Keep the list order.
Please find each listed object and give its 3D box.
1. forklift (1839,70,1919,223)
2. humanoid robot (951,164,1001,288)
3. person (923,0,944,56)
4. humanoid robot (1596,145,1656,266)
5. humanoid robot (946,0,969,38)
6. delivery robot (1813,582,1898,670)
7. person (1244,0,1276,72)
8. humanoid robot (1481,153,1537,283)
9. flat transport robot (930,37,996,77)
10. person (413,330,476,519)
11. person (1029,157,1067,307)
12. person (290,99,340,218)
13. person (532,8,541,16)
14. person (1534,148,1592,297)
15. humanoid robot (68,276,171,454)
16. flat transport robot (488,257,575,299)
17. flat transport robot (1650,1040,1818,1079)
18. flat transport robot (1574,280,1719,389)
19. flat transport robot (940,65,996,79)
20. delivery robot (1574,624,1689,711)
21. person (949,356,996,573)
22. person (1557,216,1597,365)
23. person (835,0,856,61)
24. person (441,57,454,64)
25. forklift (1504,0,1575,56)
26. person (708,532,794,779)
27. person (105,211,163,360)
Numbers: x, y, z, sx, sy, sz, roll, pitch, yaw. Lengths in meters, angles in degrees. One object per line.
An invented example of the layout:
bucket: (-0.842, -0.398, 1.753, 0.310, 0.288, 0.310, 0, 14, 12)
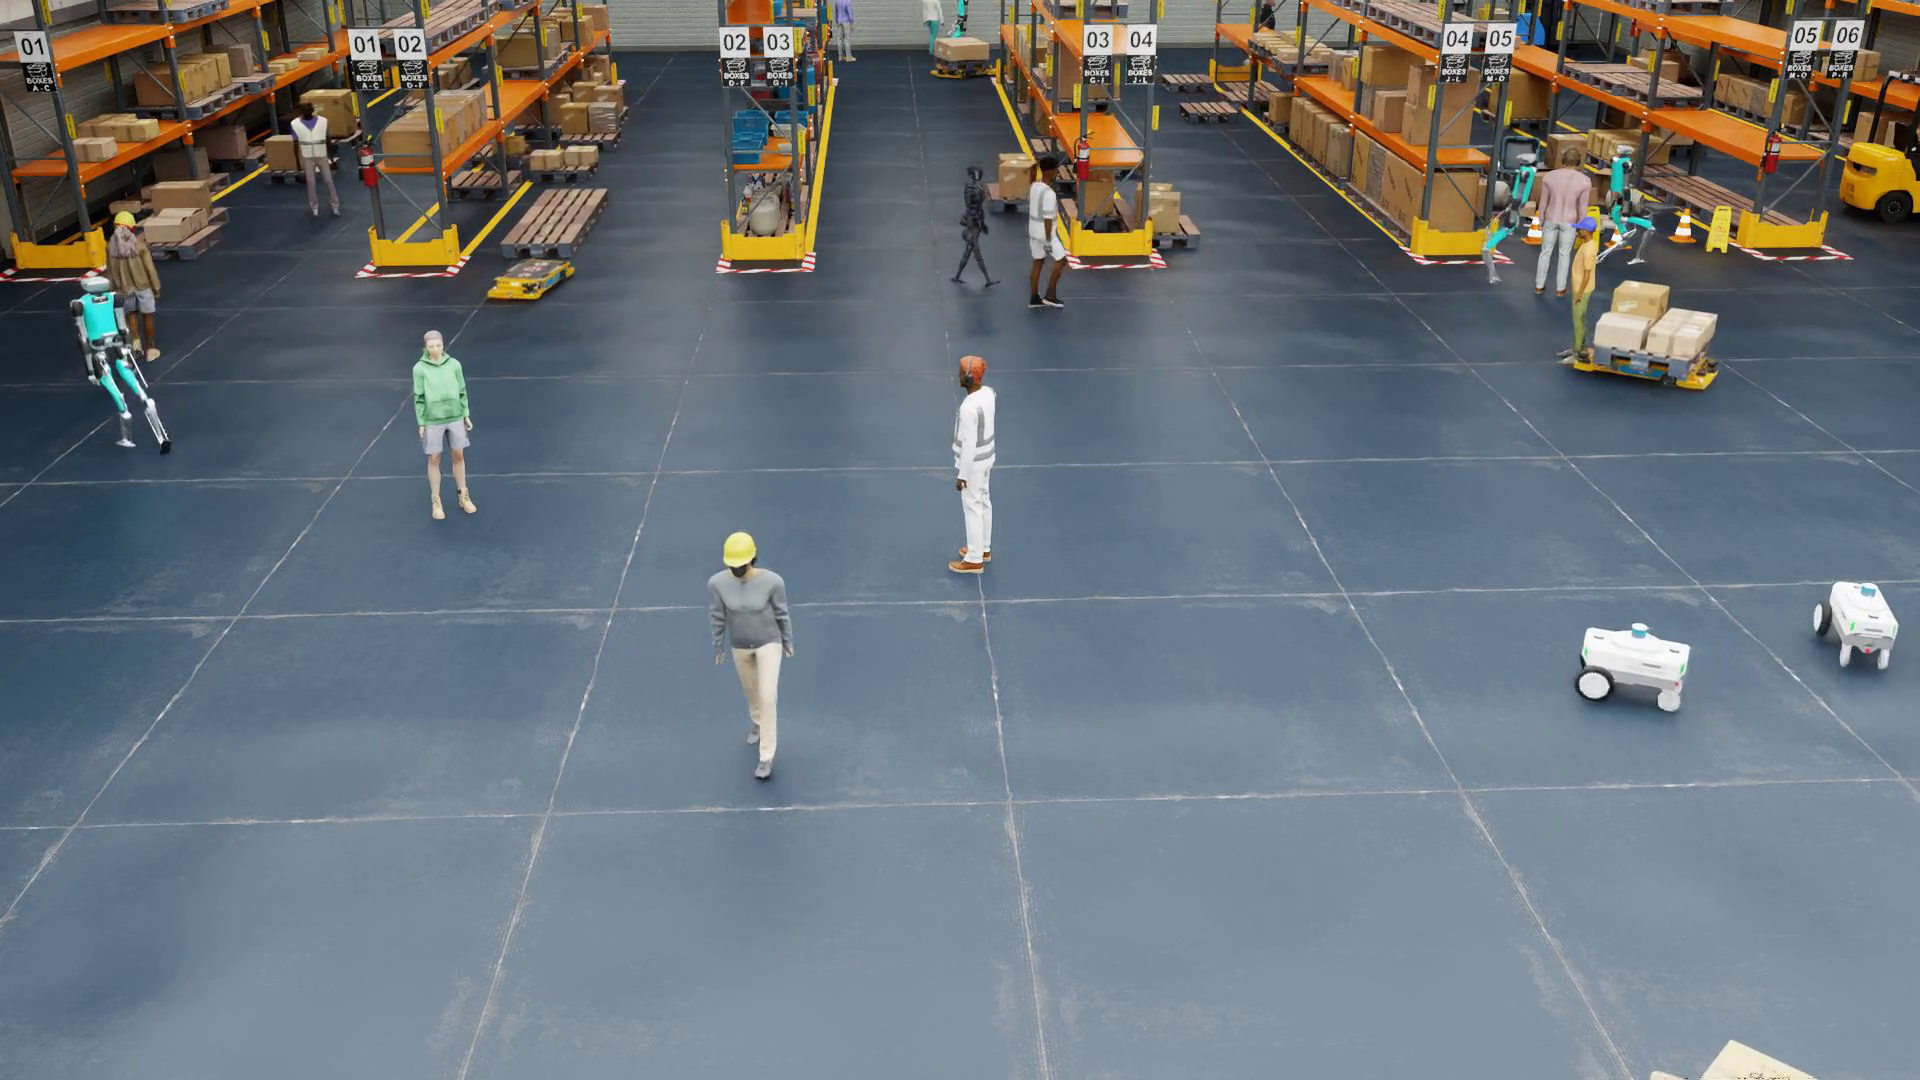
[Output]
forklift: (15.132, -6.143, 25.915, 2.313, 2.155, 1.214, -1, 24, -2)
humanoid robot: (0.231, -4.205, 22.236, 0.770, 1.627, 0.587, 8, 25, 18)
person: (-0.670, -13.279, 42.490, 0.549, 1.760, 0.437, 17, 29, 34)
humanoid robot: (9.285, -4.565, 22.985, 1.050, 1.766, 0.553, -1, 24, -3)
humanoid robot: (-0.130, -12.630, 40.975, 0.680, 1.749, 0.548, -8, 25, -17)
delivery robot: (6.905, 0.598, 12.740, 0.499, 0.564, 0.737, 6, 25, 14)
person: (7.317, -12.160, 39.884, 0.856, 1.831, 0.538, 3, 24, 8)
humanoid robot: (7.285, -4.307, 22.384, 0.706, 1.817, 0.539, 11, 26, 23)
flat transport robot: (0.066, -11.180, 39.594, 1.431, 0.231, 0.659, -9, 25, -18)
person: (-4.665, -1.057, 15.035, 0.474, 1.743, 0.336, -13, 27, -27)
person: (1.130, -3.917, 21.218, 0.547, 1.949, 0.609, -11, 26, -24)
person: (-10.054, -5.947, 25.915, 0.574, 1.832, 0.402, -11, 26, -23)
person: (-10.389, -12.643, 40.920, 0.528, 1.862, 0.376, 22, 32, 40)
person: (7.870, -4.156, 21.778, 0.621, 1.932, 0.369, 11, 26, 24)
humanoid robot: (-8.242, -1.672, 16.481, 0.903, 1.806, 0.547, 15, 28, 30)
flat transport robot: (-5.758, -3.519, 22.379, 0.659, 0.231, 1.431, 4, 24, 8)
flat transport robot: (3.602, 3.138, 7.421, 0.659, 0.231, 1.431, 13, 27, 27)
flat transport robot: (7.823, -1.996, 18.957, 1.431, 0.231, 0.659, 15, 28, 30)
flat transport robot: (0.169, -11.165, 39.560, 1.431, 0.231, 0.659, -17, 29, -34)
delivery robot: (4.892, 0.882, 12.106, 0.747, 0.568, 0.499, 10, 26, 22)
person: (0.108, -0.636, 13.918, 0.350, 1.882, 0.582, 8, 25, 17)
person: (7.103, -2.868, 19.135, 0.364, 1.717, 0.456, 8, 25, 17)
person: (-2.888, -12.891, 41.556, 0.594, 1.799, 0.392, 17, 29, 33)
person: (-11.423, -10.695, 36.771, 0.533, 1.678, 0.379, -3, 24, -7)
forklift: (14.700, -13.805, 42.301, 1.873, 2.768, 1.129, -1, 24, -2)
person: (-1.406, 0.727, 11.066, 0.531, 1.712, 0.883, 4, 24, 8)
person: (-9.542, -2.926, 19.226, 0.576, 1.741, 0.465, -3, 24, -7)
